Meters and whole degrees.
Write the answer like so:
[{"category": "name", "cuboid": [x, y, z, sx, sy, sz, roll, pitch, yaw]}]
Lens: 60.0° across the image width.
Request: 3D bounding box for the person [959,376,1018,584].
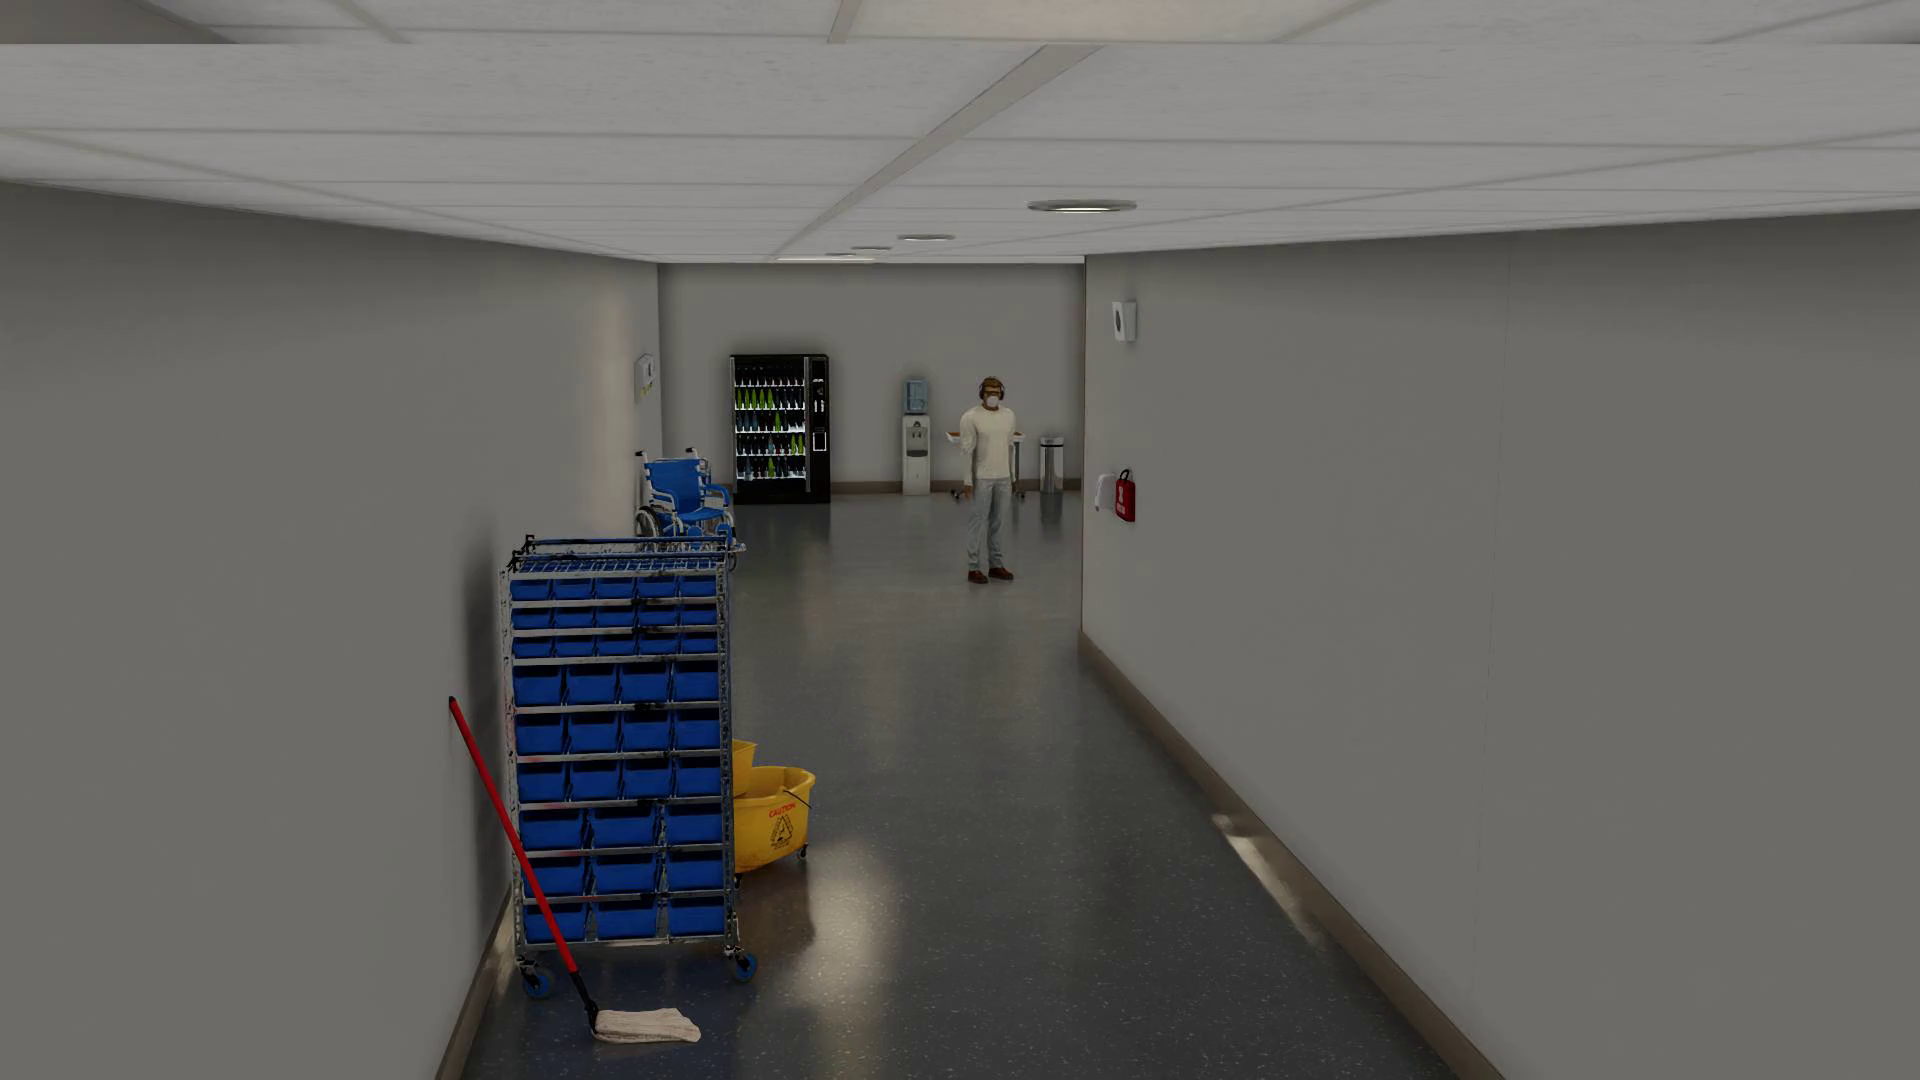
[{"category": "person", "cuboid": [0.280, -0.568, 15.586, 0.637, 1.936, 0.355, -7, 11, -37]}]
